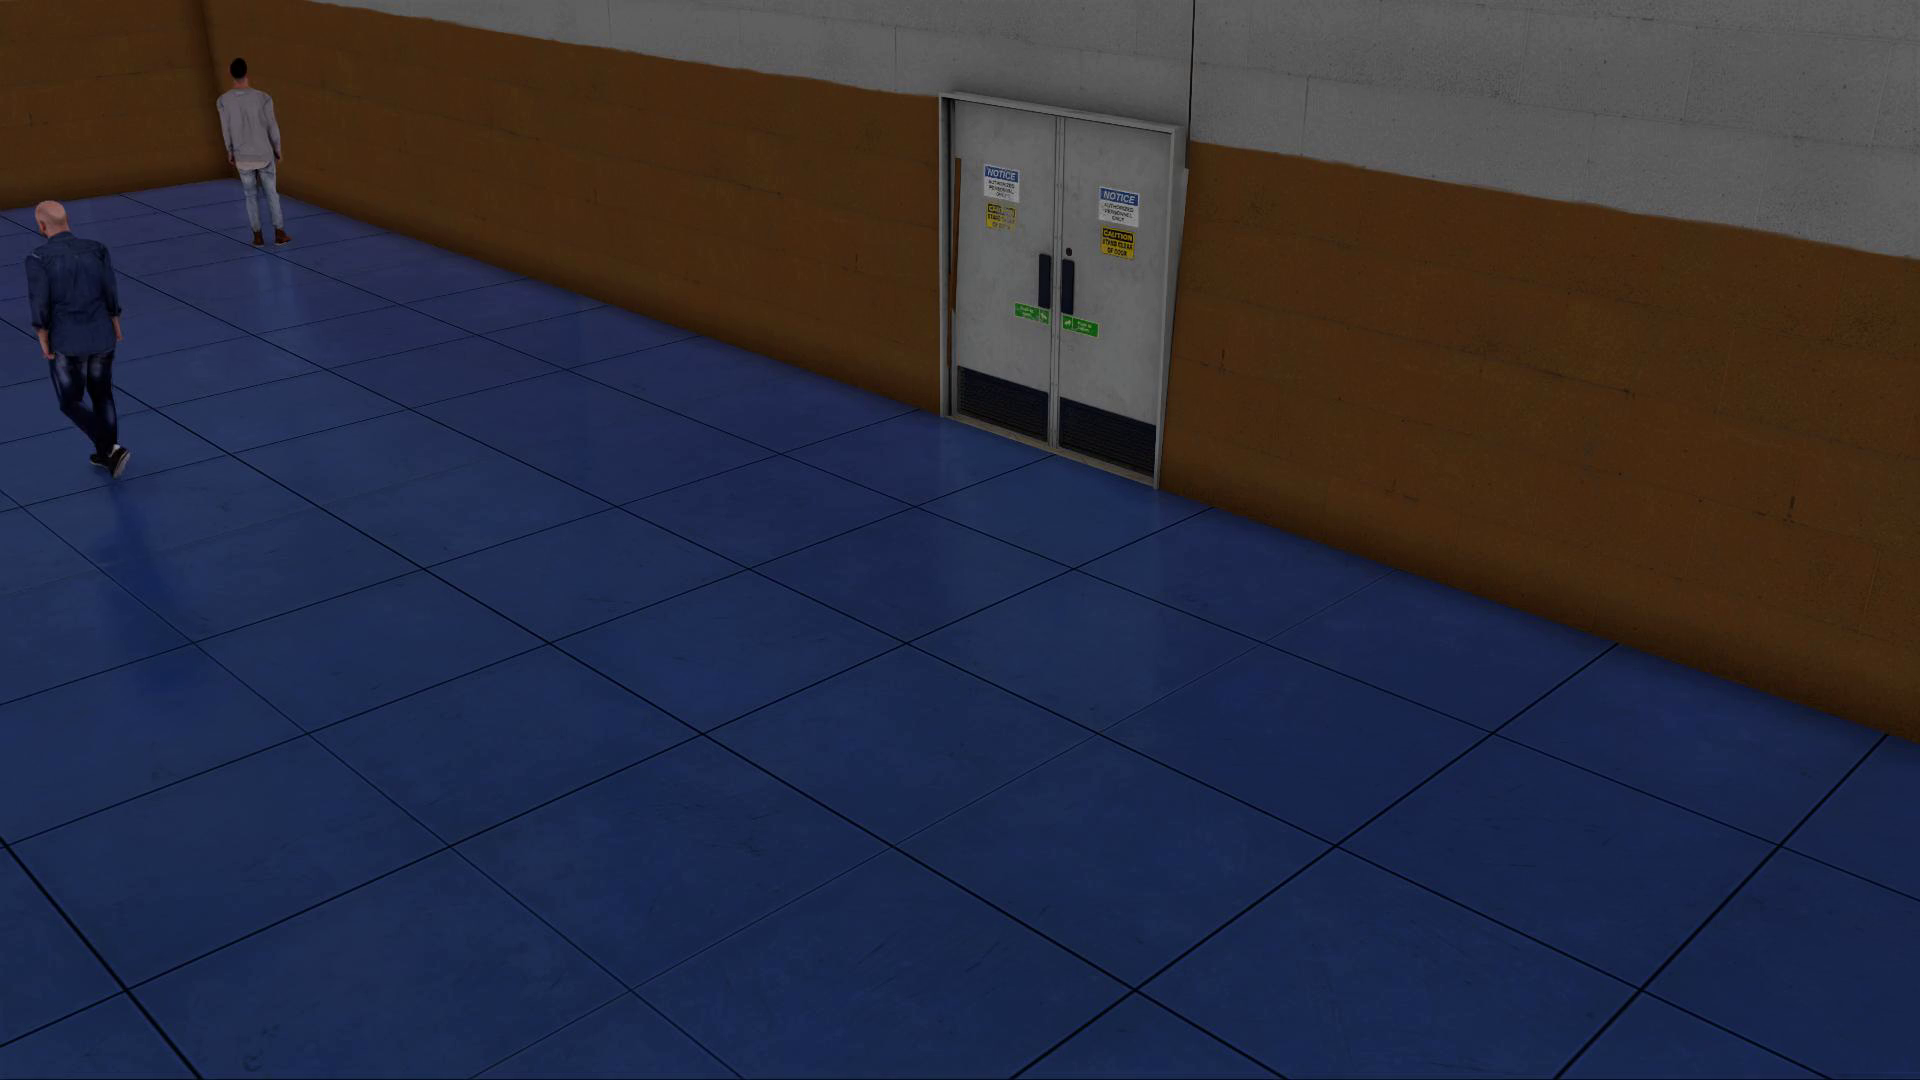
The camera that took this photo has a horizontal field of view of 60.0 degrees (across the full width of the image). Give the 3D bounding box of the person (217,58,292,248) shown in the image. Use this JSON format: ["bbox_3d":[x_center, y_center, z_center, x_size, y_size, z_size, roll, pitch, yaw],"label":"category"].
[{"bbox_3d":[-7.020,-3.854,16.539,0.688,1.841,0.827,-7,25,-15],"label":"person"}]

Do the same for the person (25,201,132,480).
[{"bbox_3d":[-5.568,-1.234,10.590,0.879,1.809,0.935,16,28,32],"label":"person"}]
